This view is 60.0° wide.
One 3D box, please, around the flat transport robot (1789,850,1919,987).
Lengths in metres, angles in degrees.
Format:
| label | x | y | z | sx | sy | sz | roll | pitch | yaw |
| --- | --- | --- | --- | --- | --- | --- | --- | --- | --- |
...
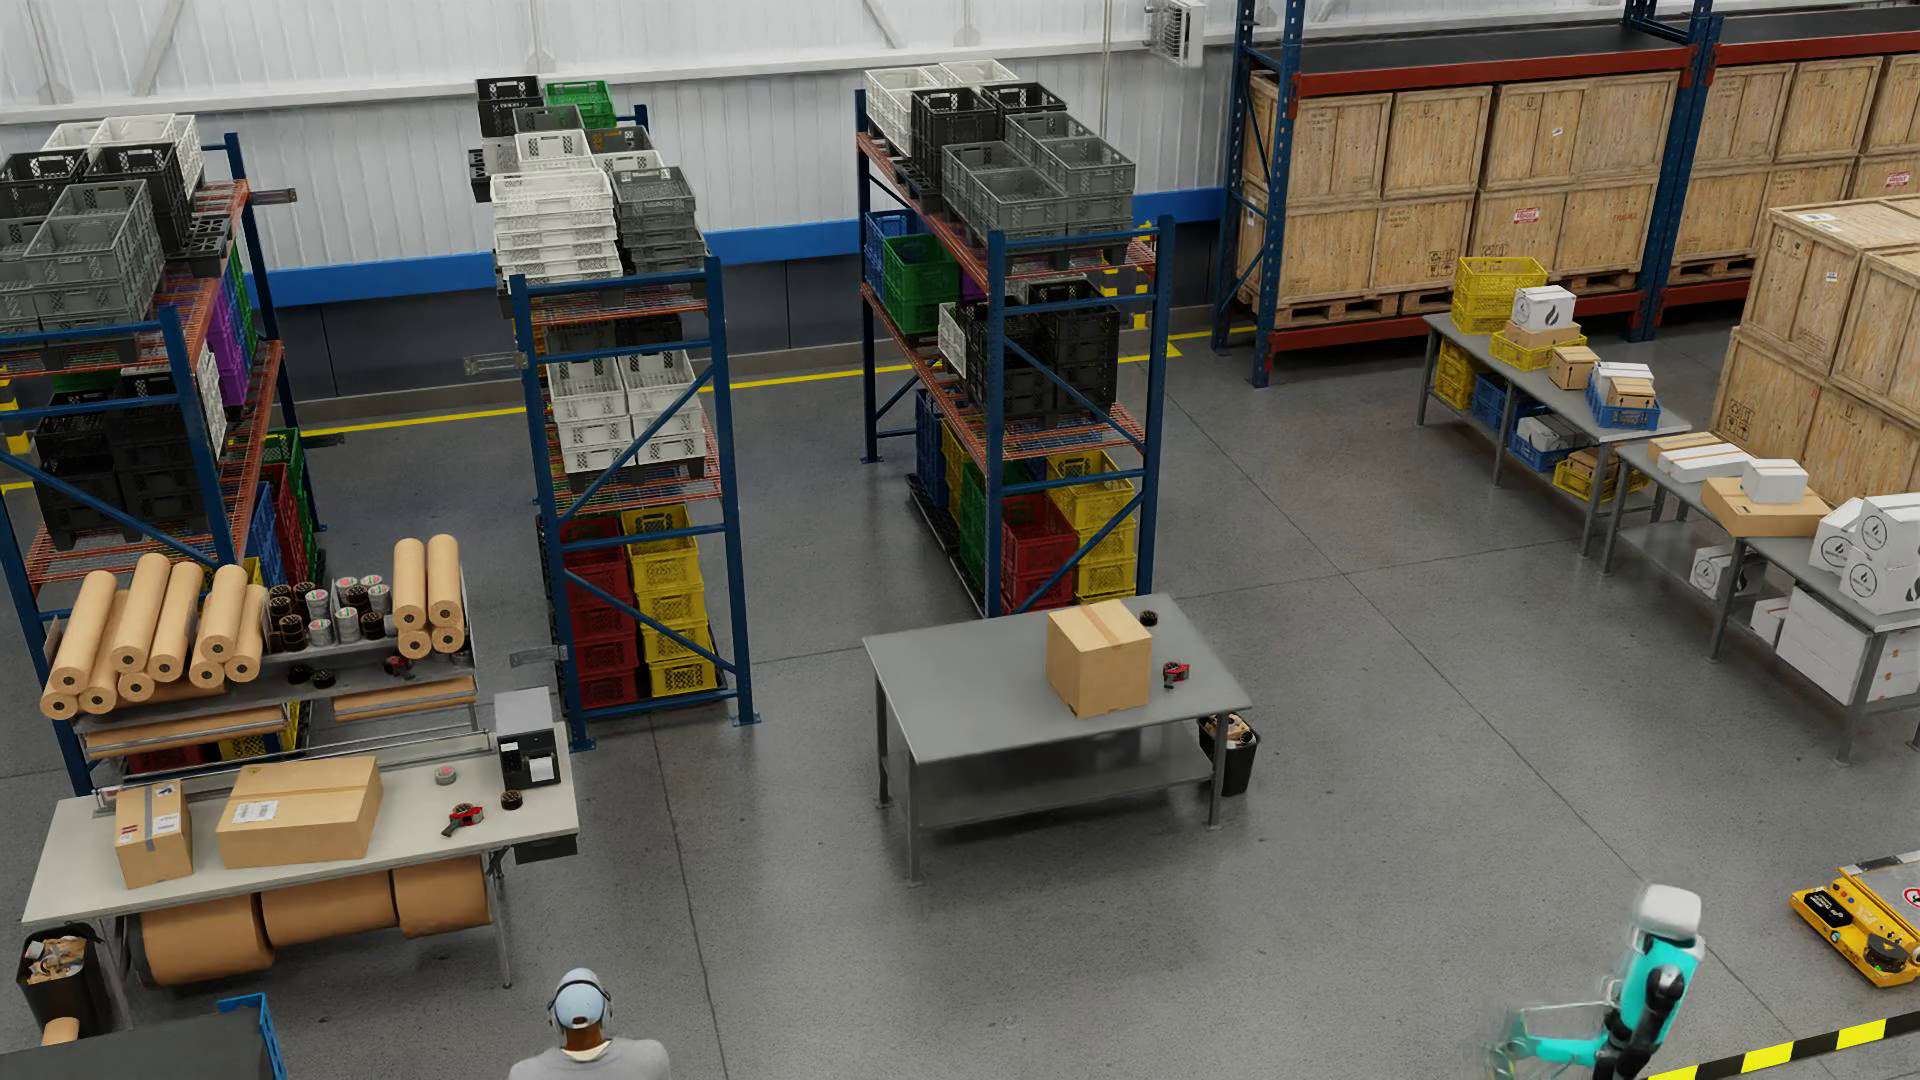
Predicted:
| label | x | y | z | sx | sy | sz | roll | pitch | yaw |
| --- | --- | --- | --- | --- | --- | --- | --- | --- | --- |
| flat transport robot | 5.163 | 1.916 | 8.676 | 1.431 | 0.231 | 0.659 | -8 | 30 | -14 |

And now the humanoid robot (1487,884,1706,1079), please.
| label | x | y | z | sx | sy | sz | roll | pitch | yaw |
| --- | --- | --- | --- | --- | --- | --- | --- | --- | --- |
| humanoid robot | 2.560 | 2.092 | 6.853 | 1.046 | 1.748 | 0.548 | 13 | 31 | 22 |

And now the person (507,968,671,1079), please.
| label | x | y | z | sx | sy | sz | roll | pitch | yaw |
| --- | --- | --- | --- | --- | --- | --- | --- | --- | --- |
| person | -1.344 | 2.337 | 6.266 | 0.597 | 1.849 | 0.387 | -7 | 30 | -13 |
